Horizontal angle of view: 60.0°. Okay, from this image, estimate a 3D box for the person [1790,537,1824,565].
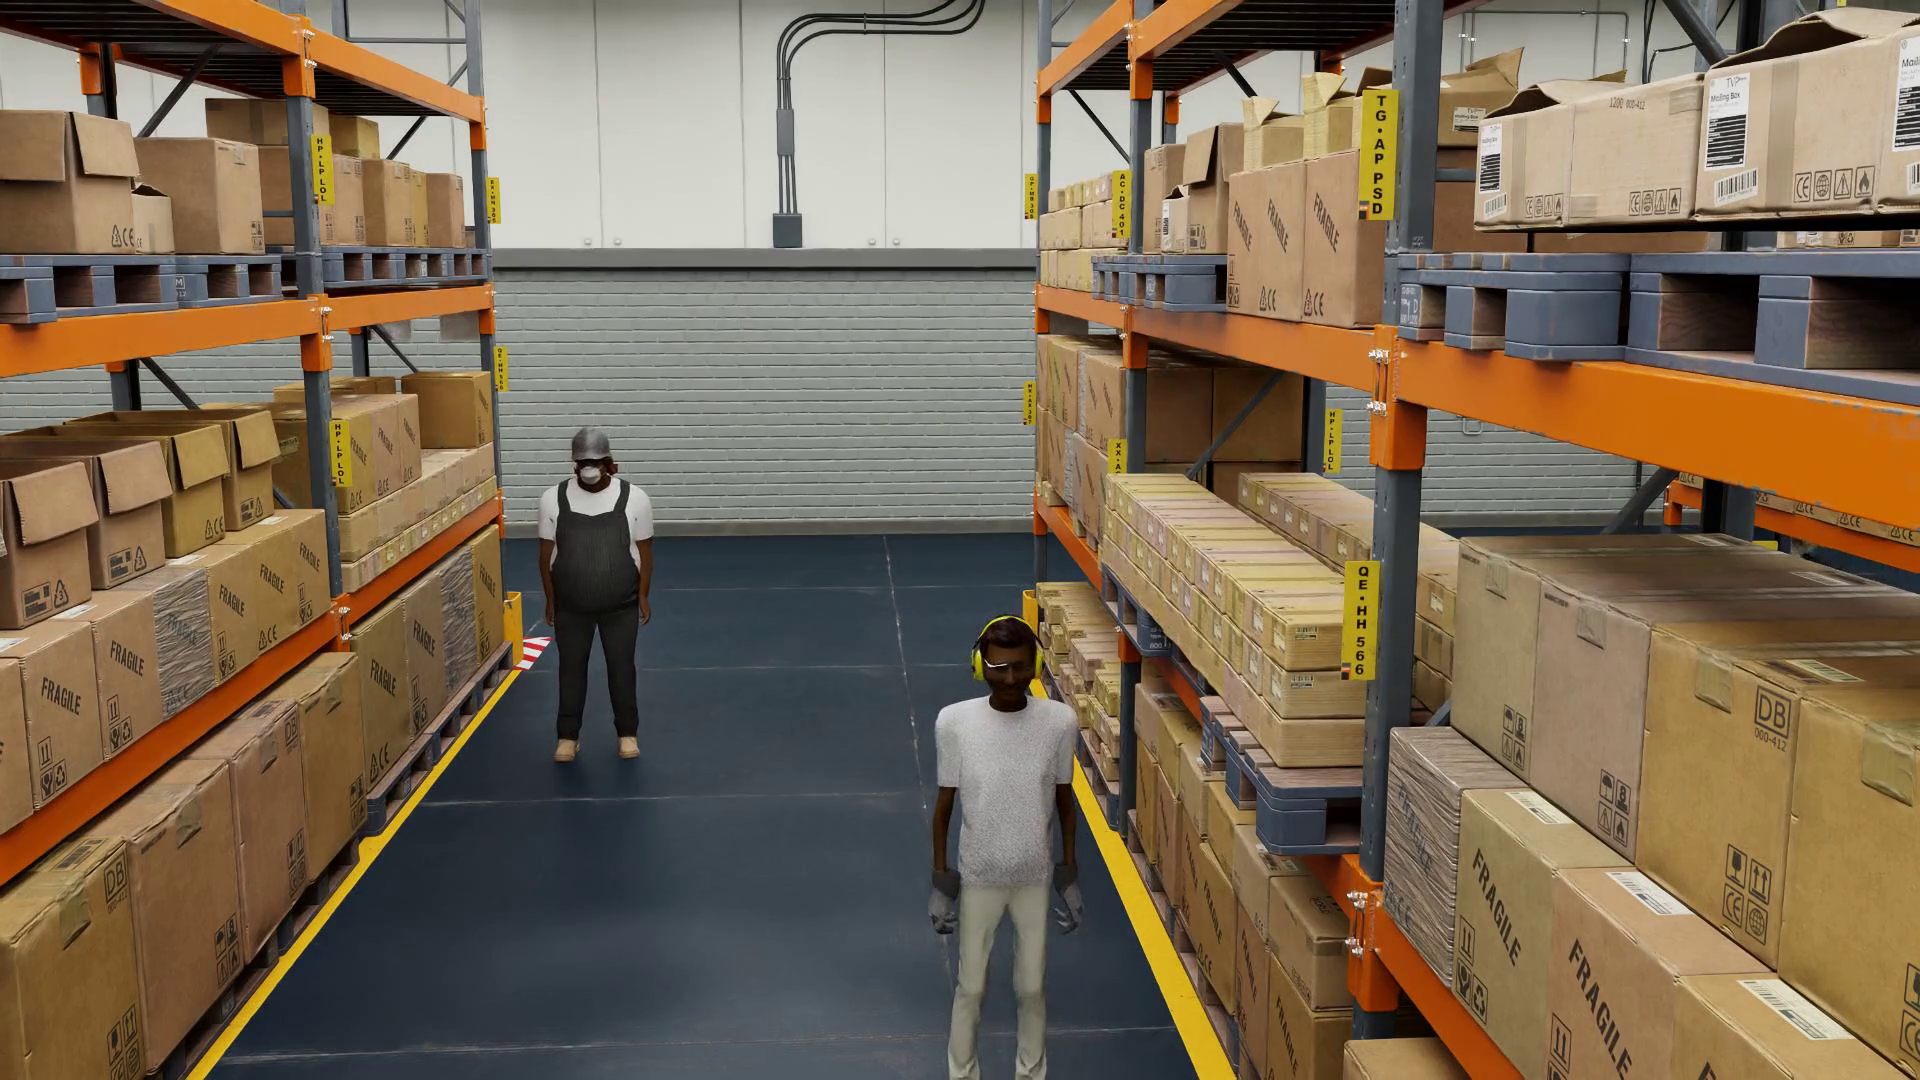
[{"bbox_3d":[6.885,-0.202,13.415,0.635,1.942,0.659,9,13,42],"label":"person"}]

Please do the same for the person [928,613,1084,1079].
[{"bbox_3d":[0.158,1.159,5.637,0.534,1.864,0.310,-1,10,-6],"label":"person"}]

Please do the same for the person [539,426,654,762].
[{"bbox_3d":[-2.186,0.327,10.020,0.682,2.000,0.536,-1,10,-8],"label":"person"}]
